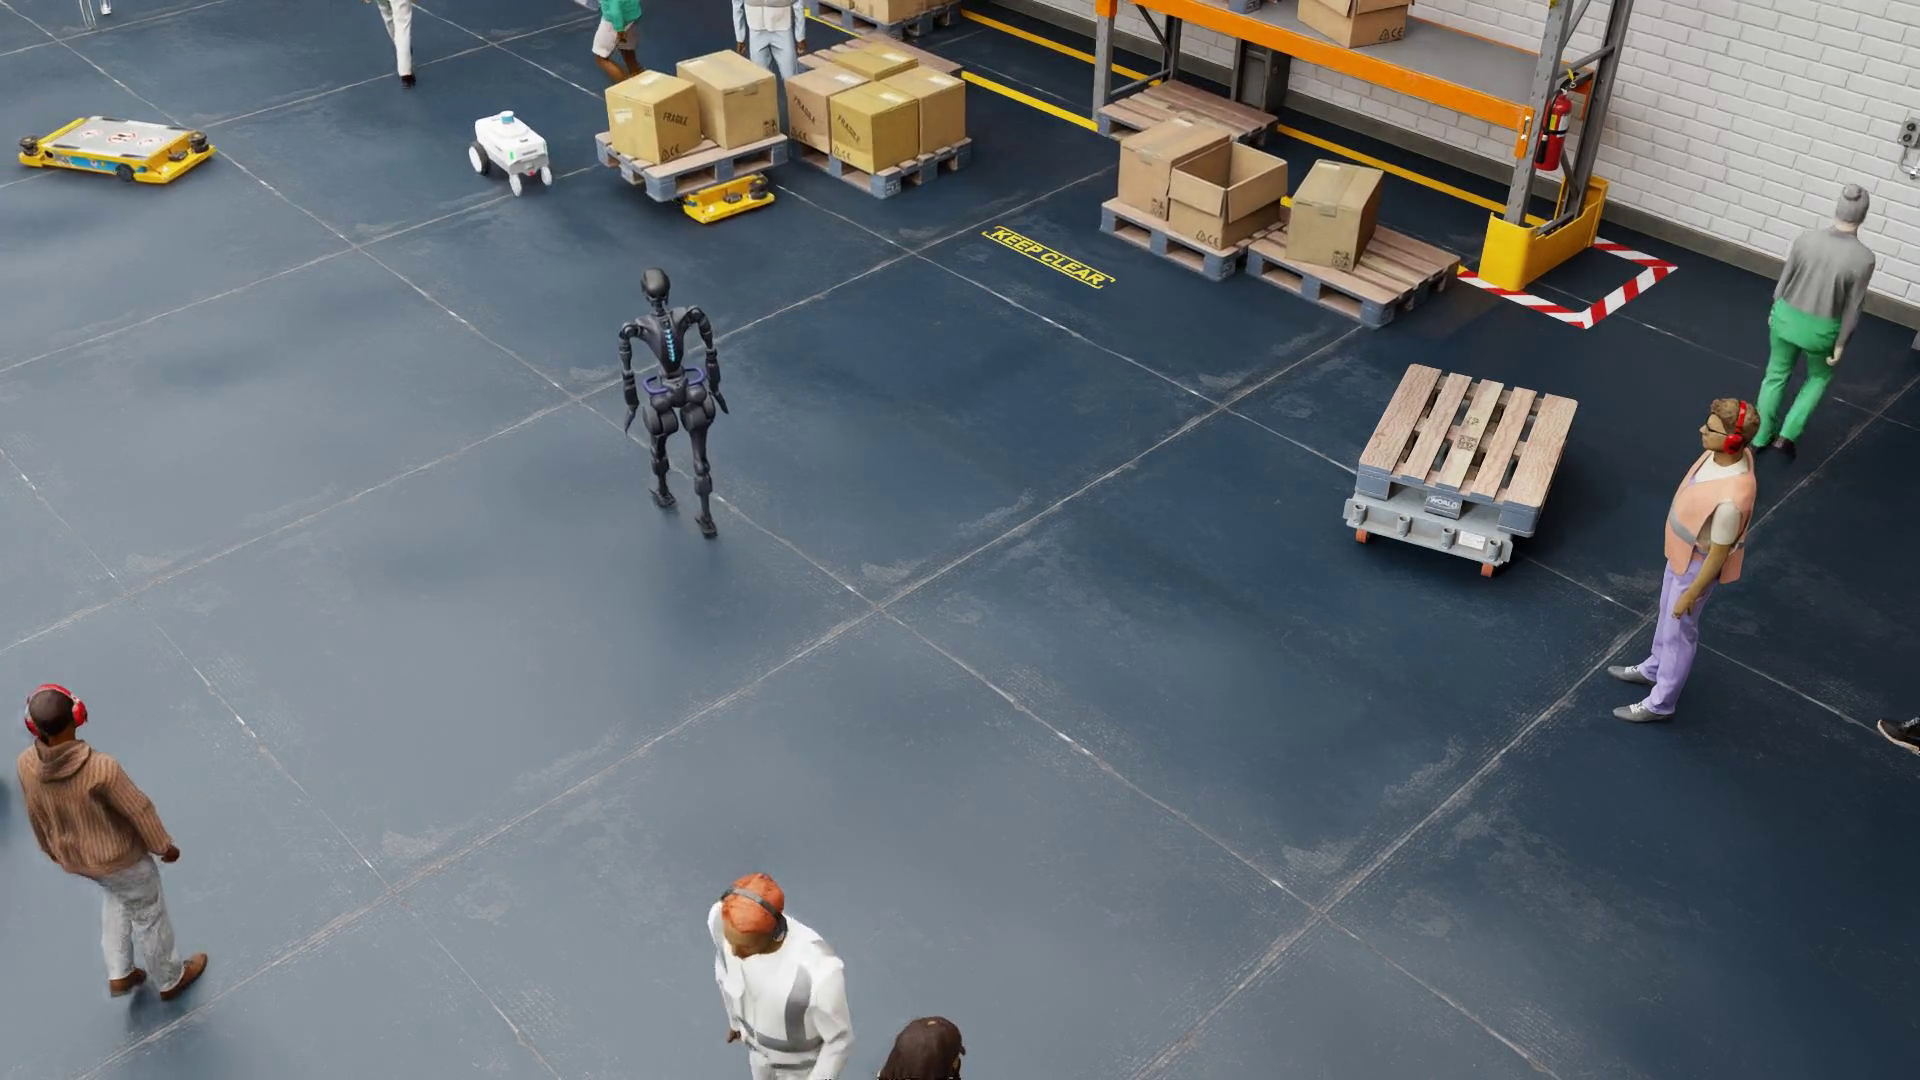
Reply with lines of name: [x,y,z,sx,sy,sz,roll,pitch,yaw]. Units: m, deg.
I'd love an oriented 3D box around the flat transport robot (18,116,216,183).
flat transport robot: [-7.020,-3.254,13.841,1.431,0.231,0.659,10,38,13]

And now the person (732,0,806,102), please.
person: [-1.567,-4.210,13.752,0.599,1.904,0.394,3,37,4]

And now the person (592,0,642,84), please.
person: [-2.916,-4.445,14.122,0.469,1.833,0.476,11,38,14]

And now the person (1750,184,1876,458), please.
person: [5.105,-1.308,9.965,0.521,1.831,0.403,27,45,31]

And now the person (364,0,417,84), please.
person: [-5.161,-5.055,15.004,0.544,1.715,0.982,-4,37,-5]

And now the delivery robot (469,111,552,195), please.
delivery robot: [-3.633,-3.186,13.504,0.499,0.583,0.765,-24,43,-29]

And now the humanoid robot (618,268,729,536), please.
humanoid robot: [-1.635,-0.831,9.472,0.599,1.640,0.654,-15,39,-18]

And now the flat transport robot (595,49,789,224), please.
flat transport robot: [-2.158,-2.967,13.462,0.659,0.231,1.431,-25,44,-29]

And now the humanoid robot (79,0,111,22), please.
humanoid robot: [-8.567,-5.858,16.165,0.542,1.901,0.722,-12,39,-15]

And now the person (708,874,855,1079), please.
person: [-0.598,1.785,5.868,0.610,1.848,0.543,26,44,30]

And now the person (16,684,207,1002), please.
person: [-3.455,1.256,6.732,0.505,1.629,0.363,7,38,9]

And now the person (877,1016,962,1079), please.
person: [-0.185,2.185,5.432,0.915,1.723,0.485,1,37,1]

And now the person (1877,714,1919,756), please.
person: [4.903,0.237,7.834,0.659,1.947,0.468,-16,40,-20]

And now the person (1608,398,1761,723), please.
person: [3.560,0.121,8.065,0.390,1.846,0.562,9,38,12]
